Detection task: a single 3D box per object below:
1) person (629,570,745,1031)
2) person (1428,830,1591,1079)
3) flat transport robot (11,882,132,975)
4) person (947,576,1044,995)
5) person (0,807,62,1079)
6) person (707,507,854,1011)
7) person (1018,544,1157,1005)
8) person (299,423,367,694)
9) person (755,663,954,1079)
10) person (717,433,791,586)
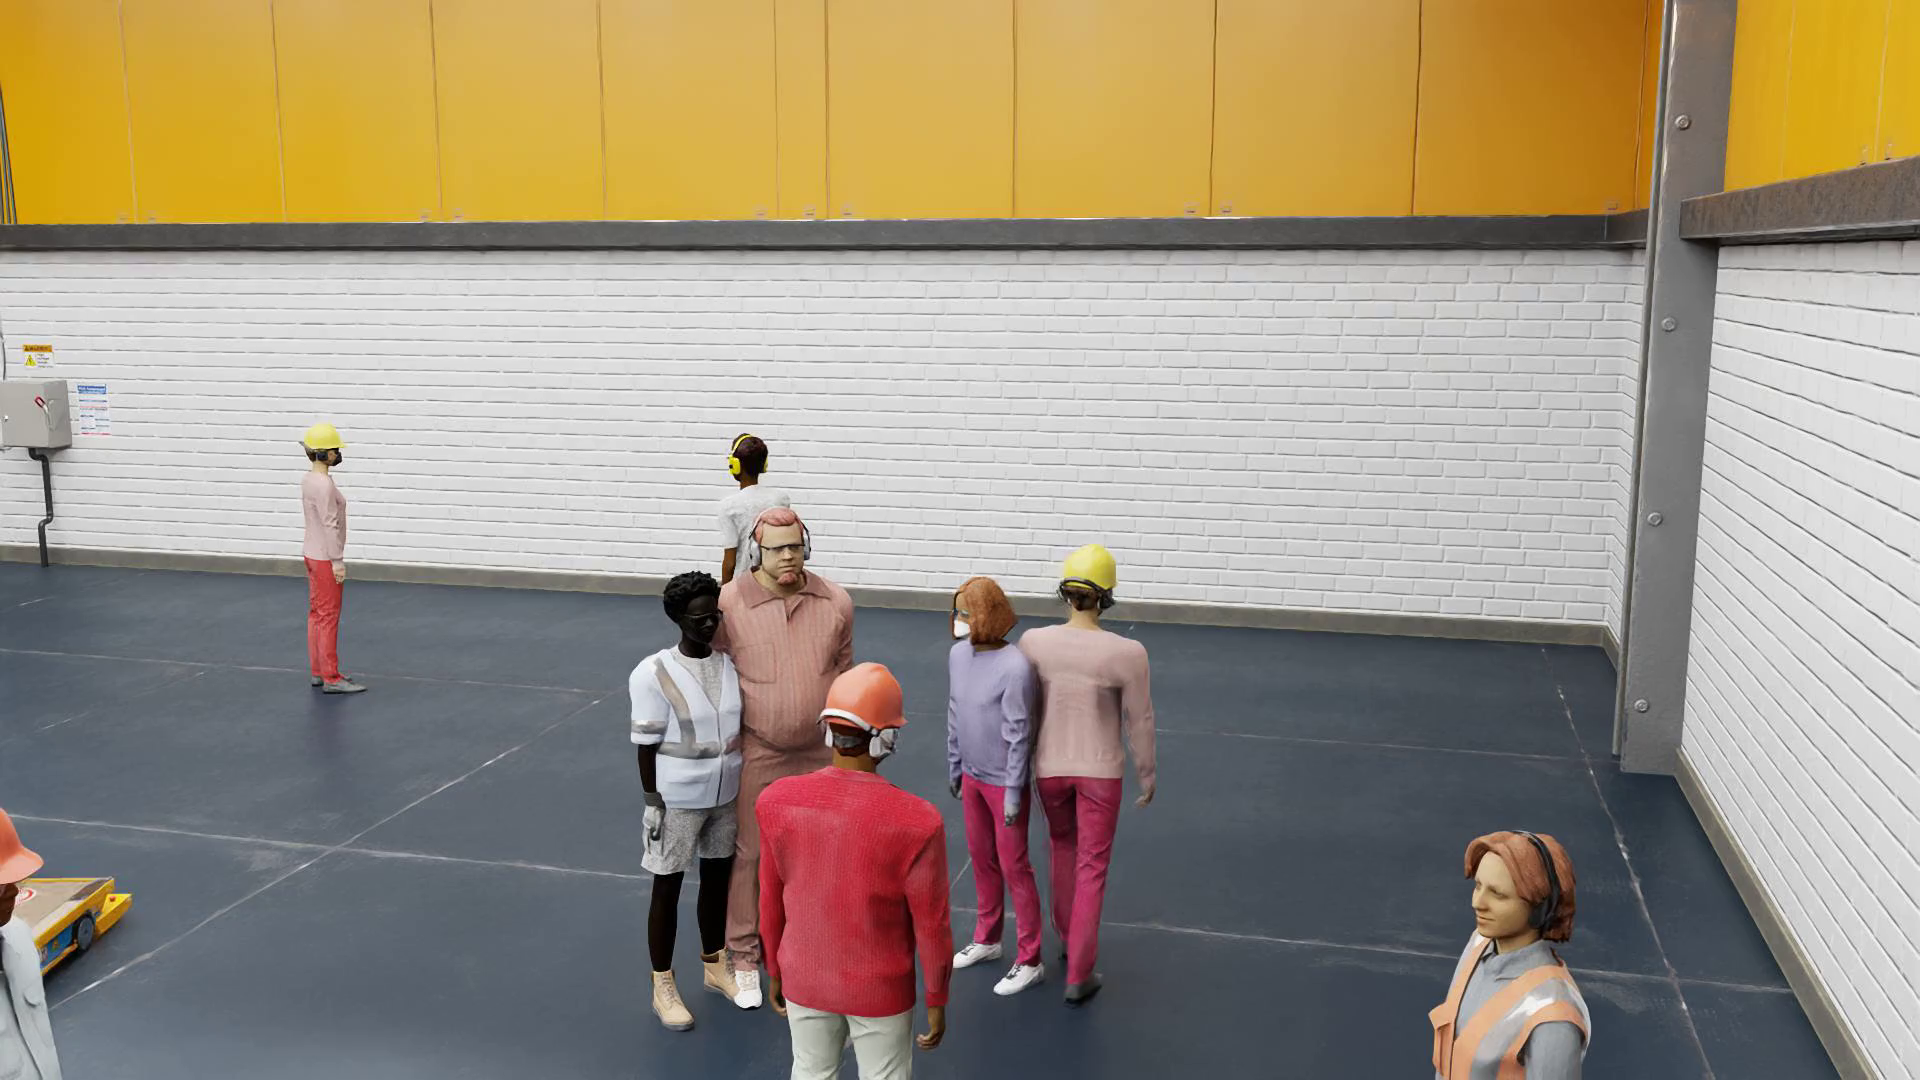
[{"bbox_3d":[-0.979,0.947,6.202,0.320,1.697,0.532,9,13,43],"label":"person"},{"bbox_3d":[1.176,1.414,3.606,0.306,1.645,0.522,0,10,-2],"label":"person"},{"bbox_3d":[-3.878,1.616,6.462,0.652,0.197,1.431,0,10,-2],"label":"flat transport robot"},{"bbox_3d":[0.115,0.940,6.481,0.305,1.624,0.500,-7,12,-36],"label":"person"},{"bbox_3d":[-2.041,1.377,3.506,0.327,1.753,0.562,0,10,-3],"label":"person"},{"bbox_3d":[-0.673,0.817,6.357,0.642,1.908,0.407,-5,11,-27],"label":"person"},{"bbox_3d":[0.512,0.874,6.496,0.541,1.744,0.710,4,10,22],"label":"person"},{"bbox_3d":[-4.126,0.120,10.874,0.314,1.769,0.524,-7,12,-34],"label":"person"},{"bbox_3d":[-0.281,1.197,4.617,0.573,1.738,0.351,3,10,18],"label":"person"},{"bbox_3d":[-1.163,0.337,9.284,0.327,1.874,0.521,9,13,43],"label":"person"}]
